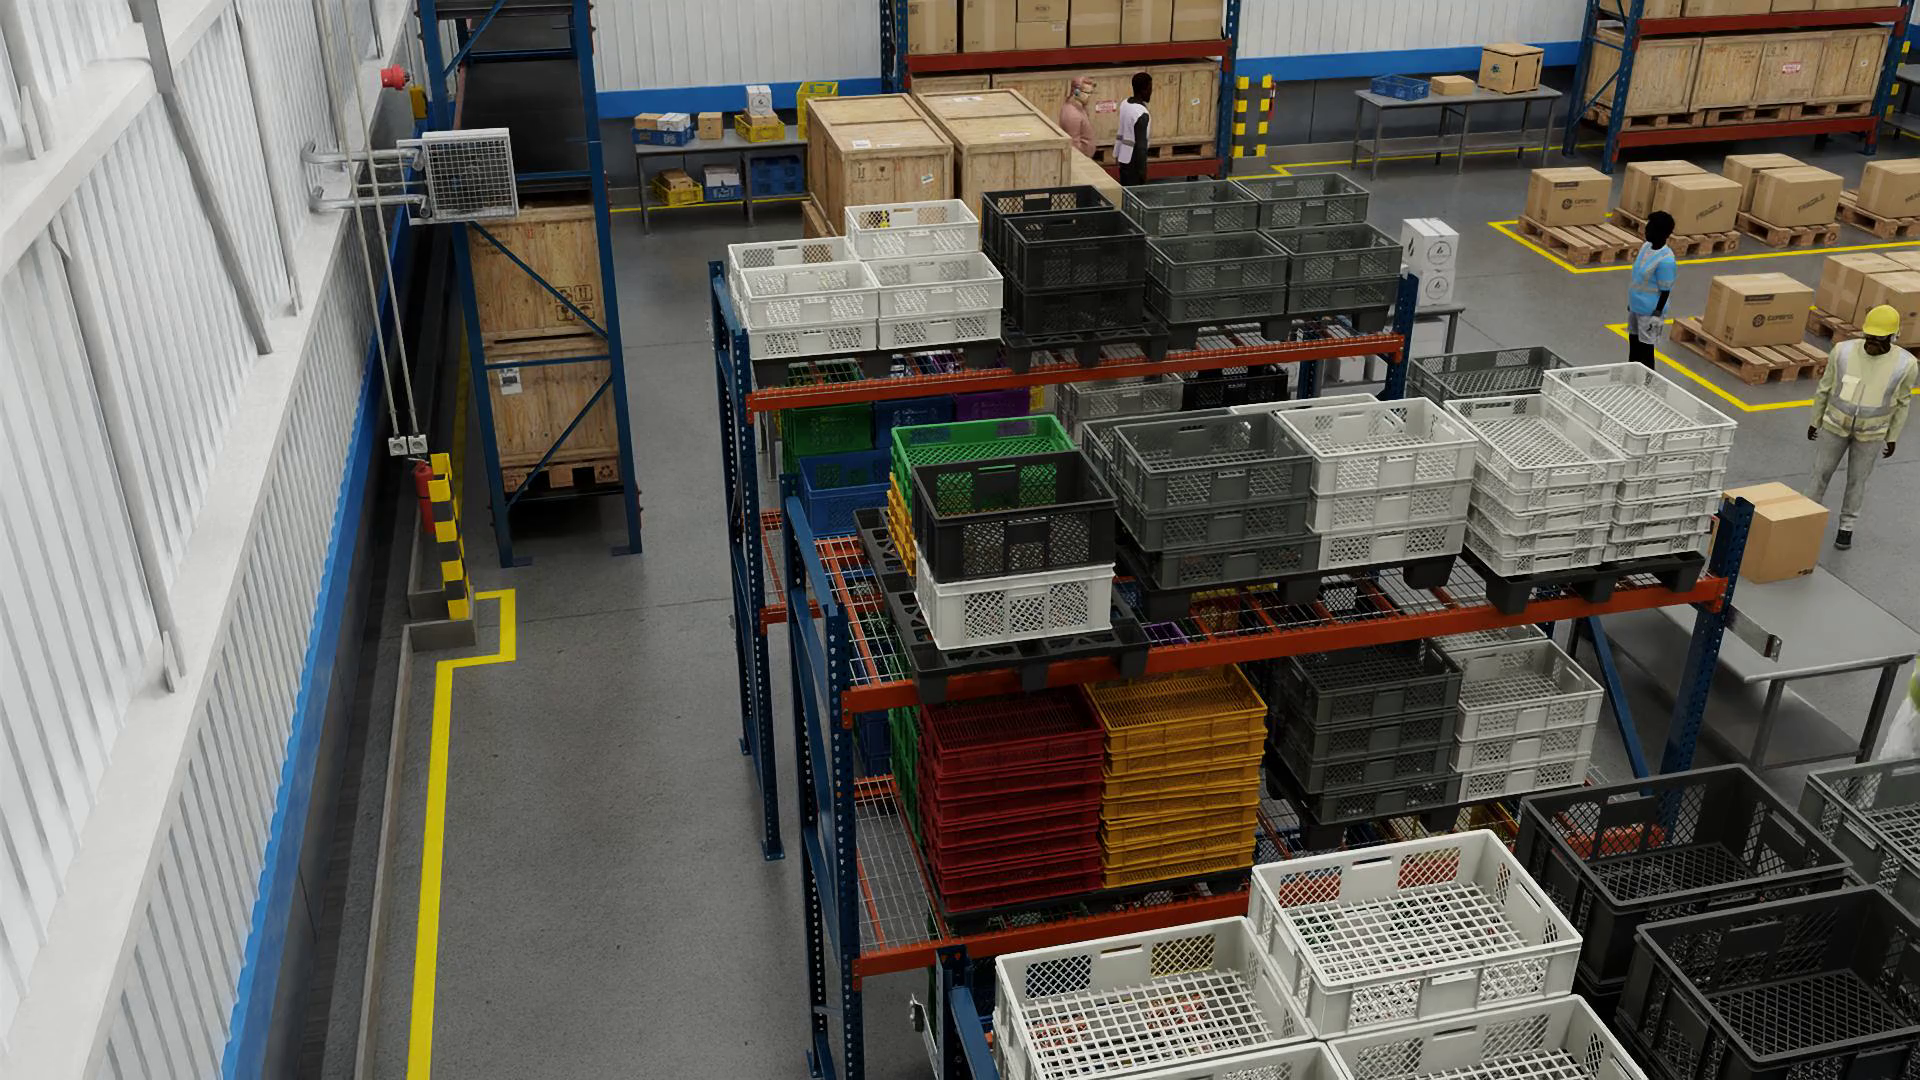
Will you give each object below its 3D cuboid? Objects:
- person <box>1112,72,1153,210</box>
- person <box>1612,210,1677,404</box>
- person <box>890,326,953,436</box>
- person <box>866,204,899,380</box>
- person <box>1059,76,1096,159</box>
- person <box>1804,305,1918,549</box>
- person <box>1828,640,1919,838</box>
[{"bbox_3d":[1.870,-4.113,18.081,0.388,1.911,0.591,-8,29,-14],"label":"person"},{"bbox_3d":[5.884,-1.992,14.277,0.317,1.695,0.540,-2,28,-3],"label":"person"},{"bbox_3d":[-0.283,-0.932,12.069,0.575,1.882,0.359,-22,35,-35],"label":"person"},{"bbox_3d":[-0.628,-1.901,13.920,0.330,1.874,0.518,-7,29,-14],"label":"person"},{"bbox_3d":[1.255,-4.030,17.931,0.404,1.902,0.636,1,28,1],"label":"person"},{"bbox_3d":[6.399,-0.813,11.896,0.601,1.830,0.403,18,32,30],"label":"person"},{"bbox_3d":[5.187,0.893,8.717,0.992,1.790,0.621,-12,30,-21],"label":"person"}]
